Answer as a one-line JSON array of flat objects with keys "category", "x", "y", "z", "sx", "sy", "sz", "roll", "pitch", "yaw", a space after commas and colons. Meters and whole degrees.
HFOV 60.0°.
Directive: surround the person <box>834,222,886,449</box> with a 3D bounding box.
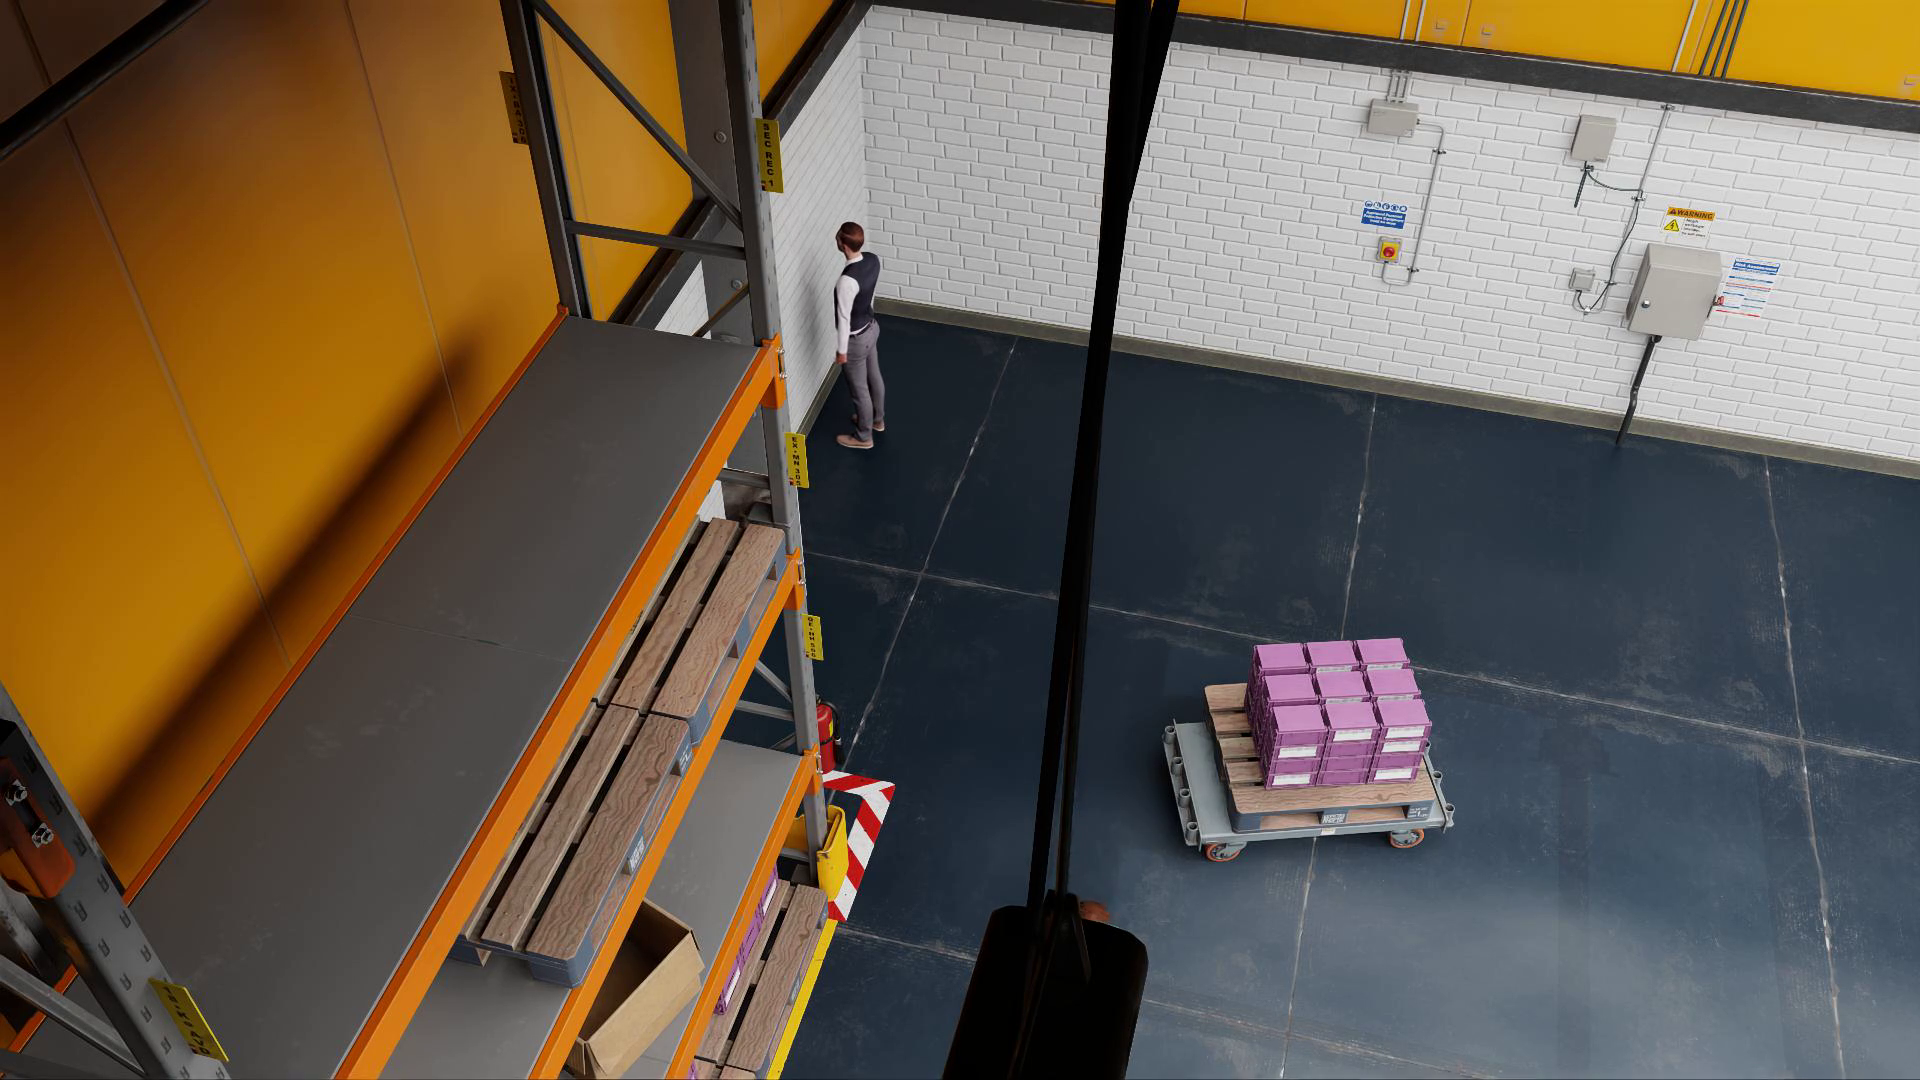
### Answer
[{"category": "person", "x": -0.757, "y": -1.543, "z": 12.494, "sx": 0.725, "sy": 1.937, "sz": 0.515, "roll": 15, "pitch": 46, "yaw": 16}]
